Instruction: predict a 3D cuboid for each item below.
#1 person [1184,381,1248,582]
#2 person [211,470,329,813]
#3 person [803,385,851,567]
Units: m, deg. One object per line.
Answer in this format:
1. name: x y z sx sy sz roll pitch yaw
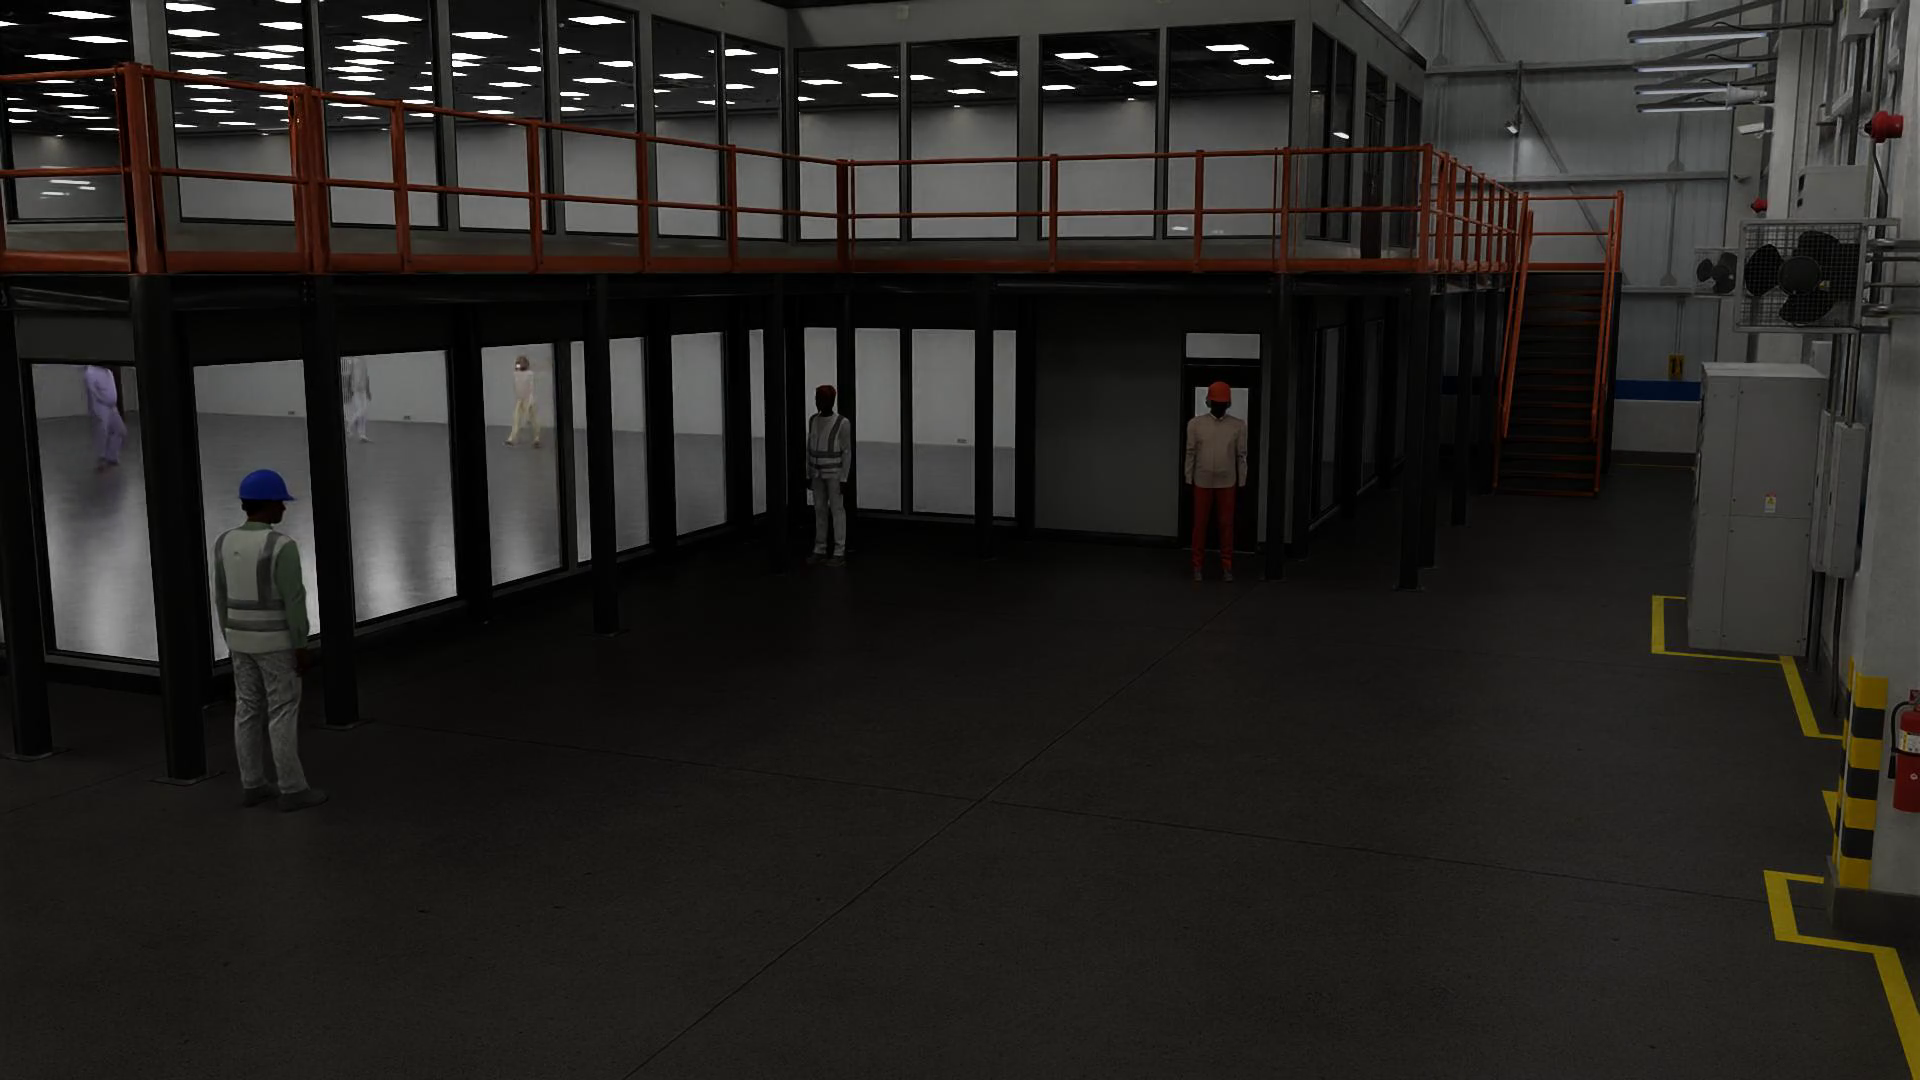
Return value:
1. person: 2.512 -0.567 16.334 0.616 1.986 0.404 1 9 5
2. person: -3.924 0.573 9.421 0.604 1.942 0.402 4 10 24
3. person: -1.380 -0.662 17.223 0.573 1.883 0.356 7 12 38
